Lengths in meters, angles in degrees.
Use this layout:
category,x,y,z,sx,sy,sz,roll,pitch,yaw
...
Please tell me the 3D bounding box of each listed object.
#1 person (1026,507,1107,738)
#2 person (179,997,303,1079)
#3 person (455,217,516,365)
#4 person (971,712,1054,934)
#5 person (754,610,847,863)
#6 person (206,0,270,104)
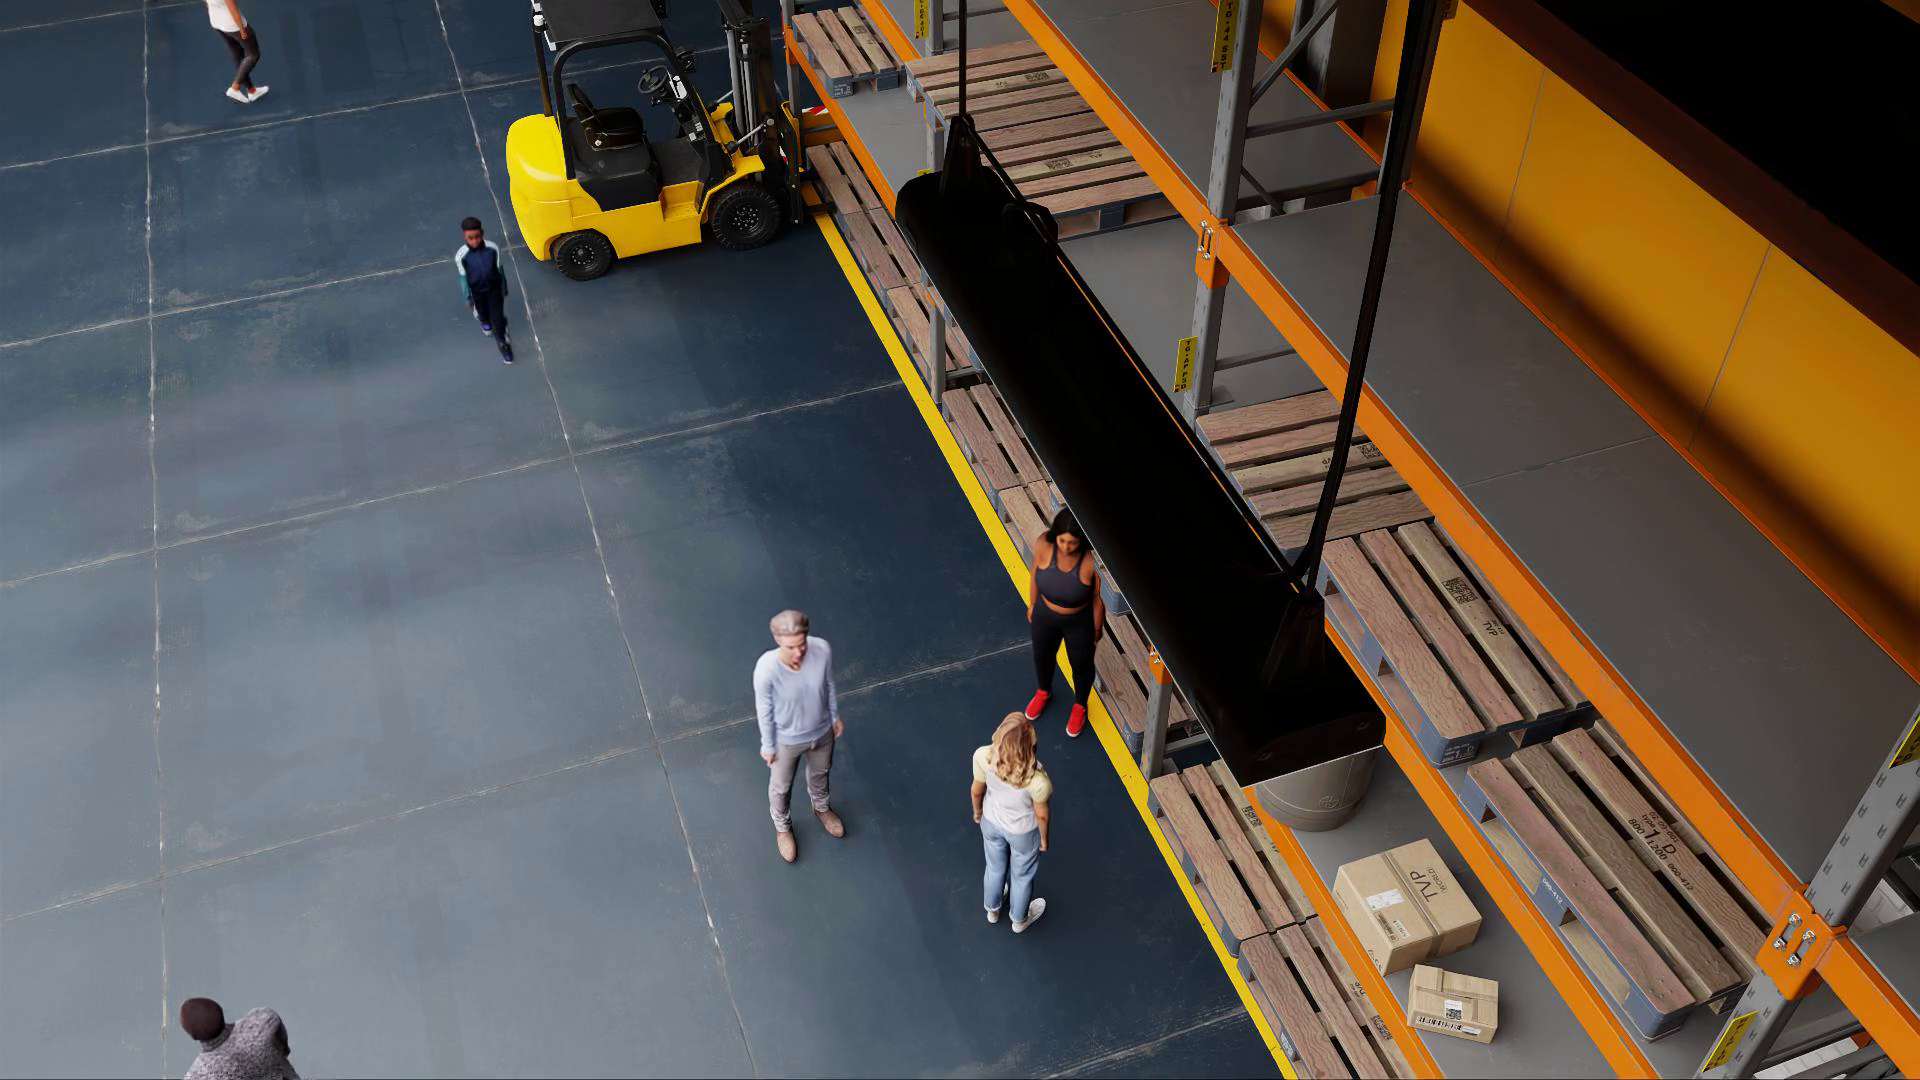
category,x,y,z,sx,sy,sz,roll,pitch,yaw
person,0.656,0.453,10.226,0.766,1.815,0.827,18,46,18
person,-3.193,2.728,7.856,1.286,1.790,1.119,26,50,25
person,-3.798,-2.049,13.268,0.530,1.242,0.837,-17,46,-17
person,0.282,1.560,9.132,0.693,1.722,0.763,20,47,19
person,-0.918,1.081,9.511,0.712,1.892,0.627,-22,48,-22
person,-7.086,-4.932,16.011,0.812,1.633,0.858,23,48,22
